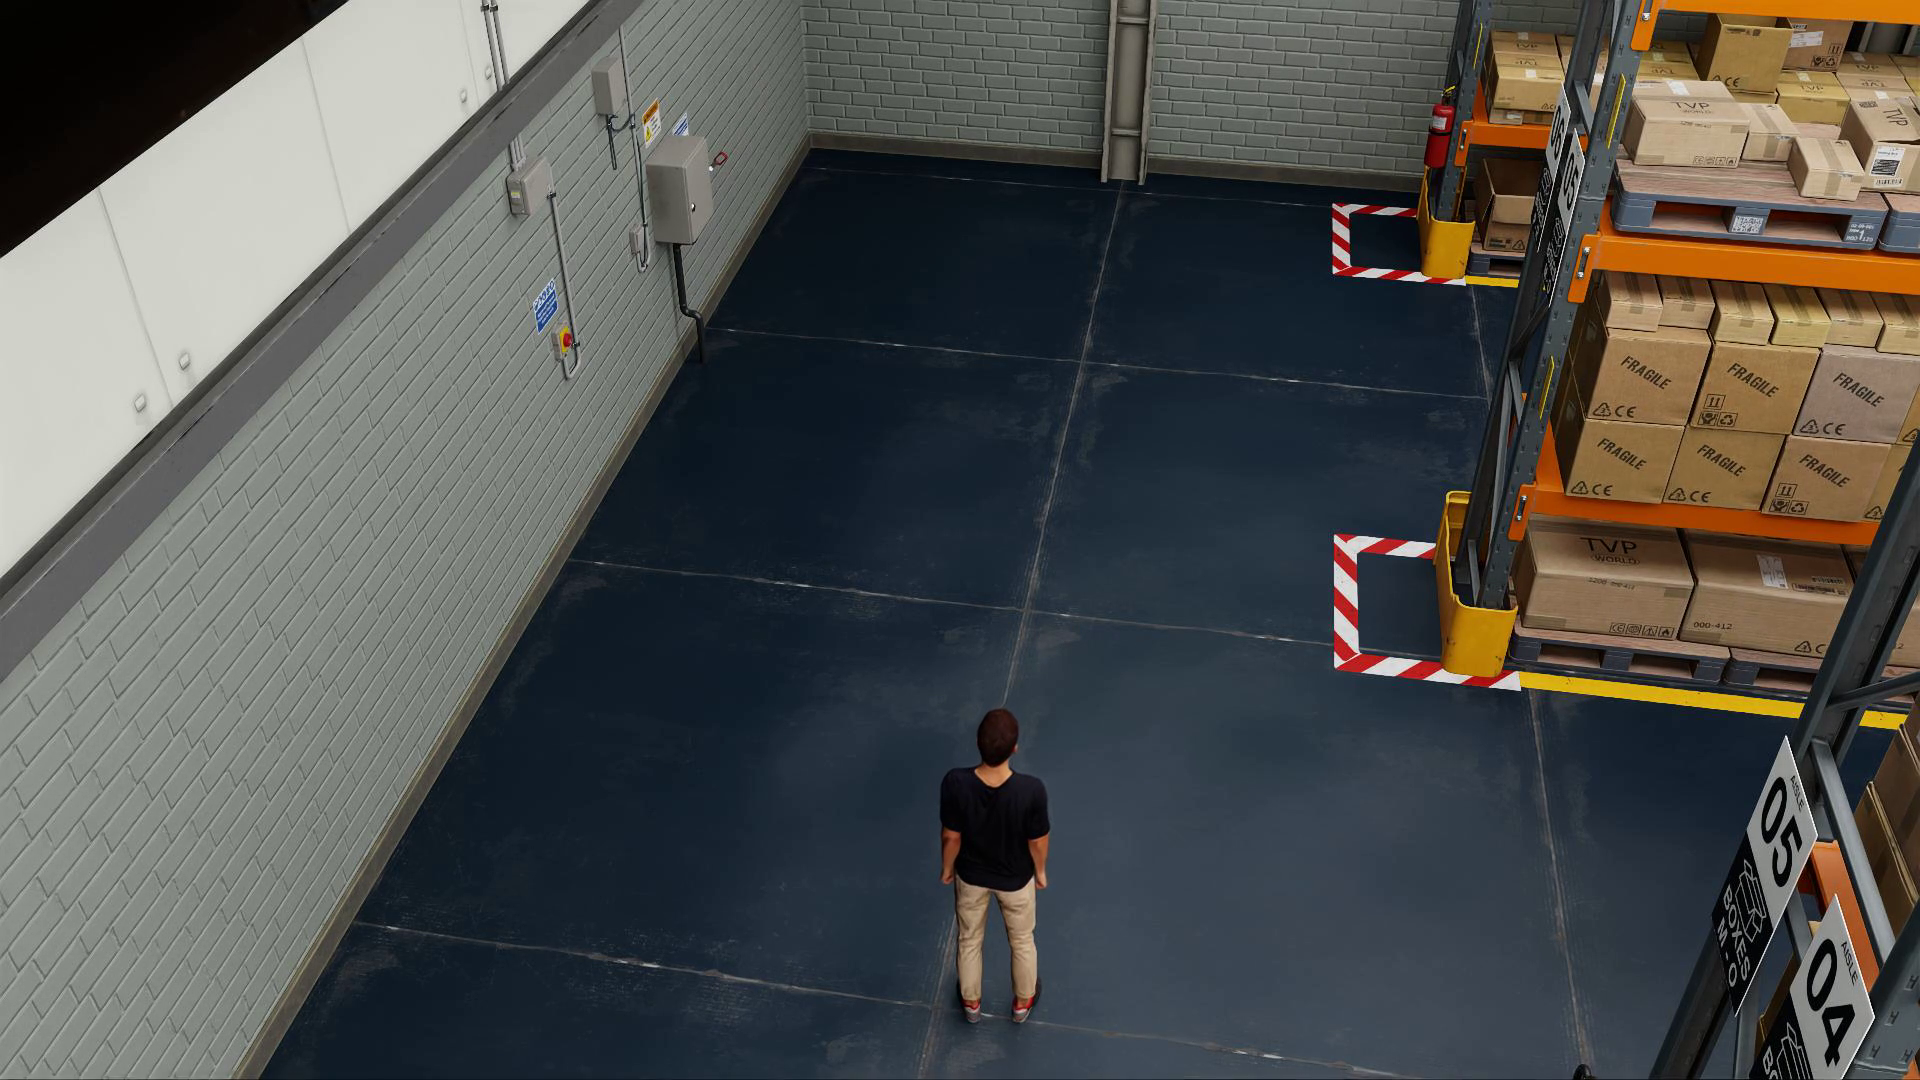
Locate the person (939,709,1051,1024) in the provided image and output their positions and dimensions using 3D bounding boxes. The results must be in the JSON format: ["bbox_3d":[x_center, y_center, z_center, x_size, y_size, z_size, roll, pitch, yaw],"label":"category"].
[{"bbox_3d":[0.154,1.472,7.357,0.484,1.859,0.703,3,37,4],"label":"person"}]
